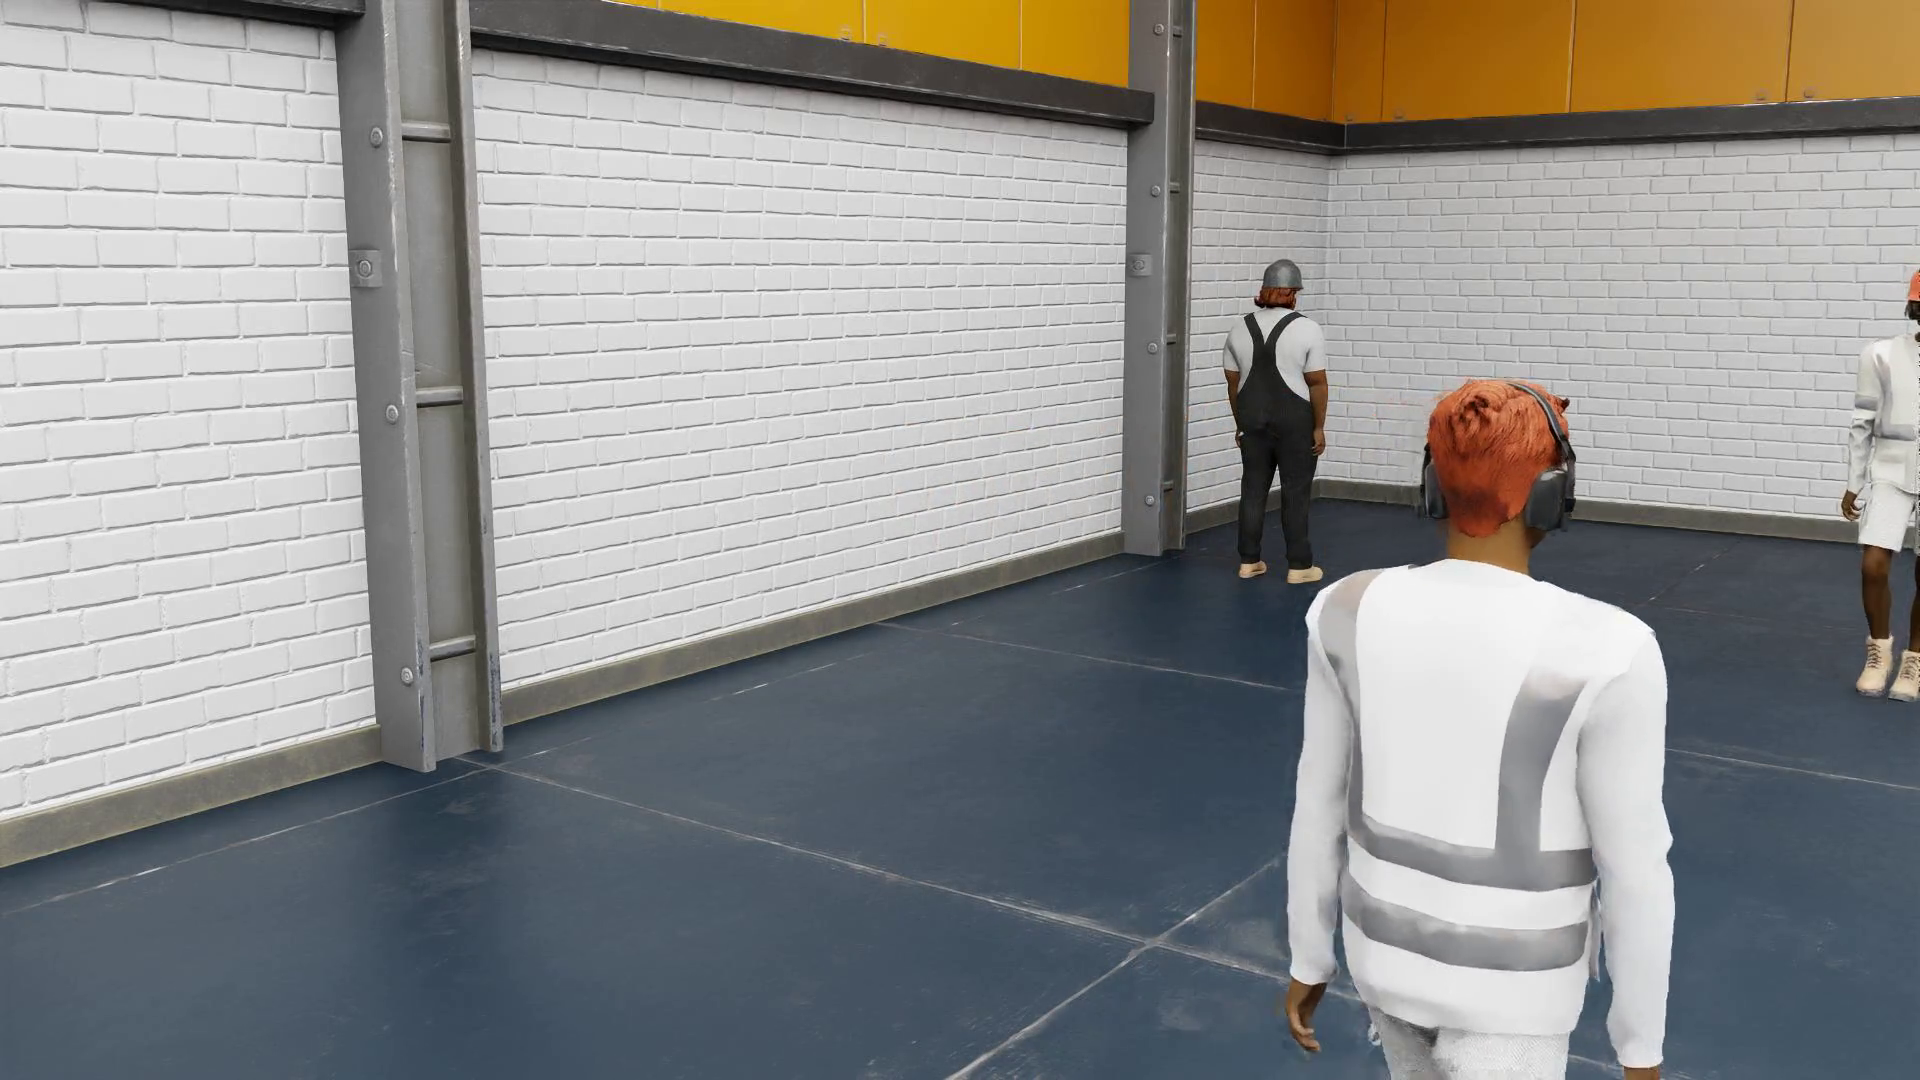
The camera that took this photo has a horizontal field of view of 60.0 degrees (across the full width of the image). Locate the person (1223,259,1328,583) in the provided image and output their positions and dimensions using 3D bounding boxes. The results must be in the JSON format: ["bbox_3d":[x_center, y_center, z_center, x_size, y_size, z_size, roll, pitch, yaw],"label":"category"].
[{"bbox_3d":[2.035,-0.755,10.533,0.684,2.000,0.538,7,12,36],"label":"person"}]

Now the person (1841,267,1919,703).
[{"bbox_3d":[4.345,-0.247,7.536,0.635,2.029,0.524,7,12,35],"label":"person"}]

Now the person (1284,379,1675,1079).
[{"bbox_3d":[0.728,0.688,2.523,0.865,1.860,0.593,-9,13,-42],"label":"person"}]
